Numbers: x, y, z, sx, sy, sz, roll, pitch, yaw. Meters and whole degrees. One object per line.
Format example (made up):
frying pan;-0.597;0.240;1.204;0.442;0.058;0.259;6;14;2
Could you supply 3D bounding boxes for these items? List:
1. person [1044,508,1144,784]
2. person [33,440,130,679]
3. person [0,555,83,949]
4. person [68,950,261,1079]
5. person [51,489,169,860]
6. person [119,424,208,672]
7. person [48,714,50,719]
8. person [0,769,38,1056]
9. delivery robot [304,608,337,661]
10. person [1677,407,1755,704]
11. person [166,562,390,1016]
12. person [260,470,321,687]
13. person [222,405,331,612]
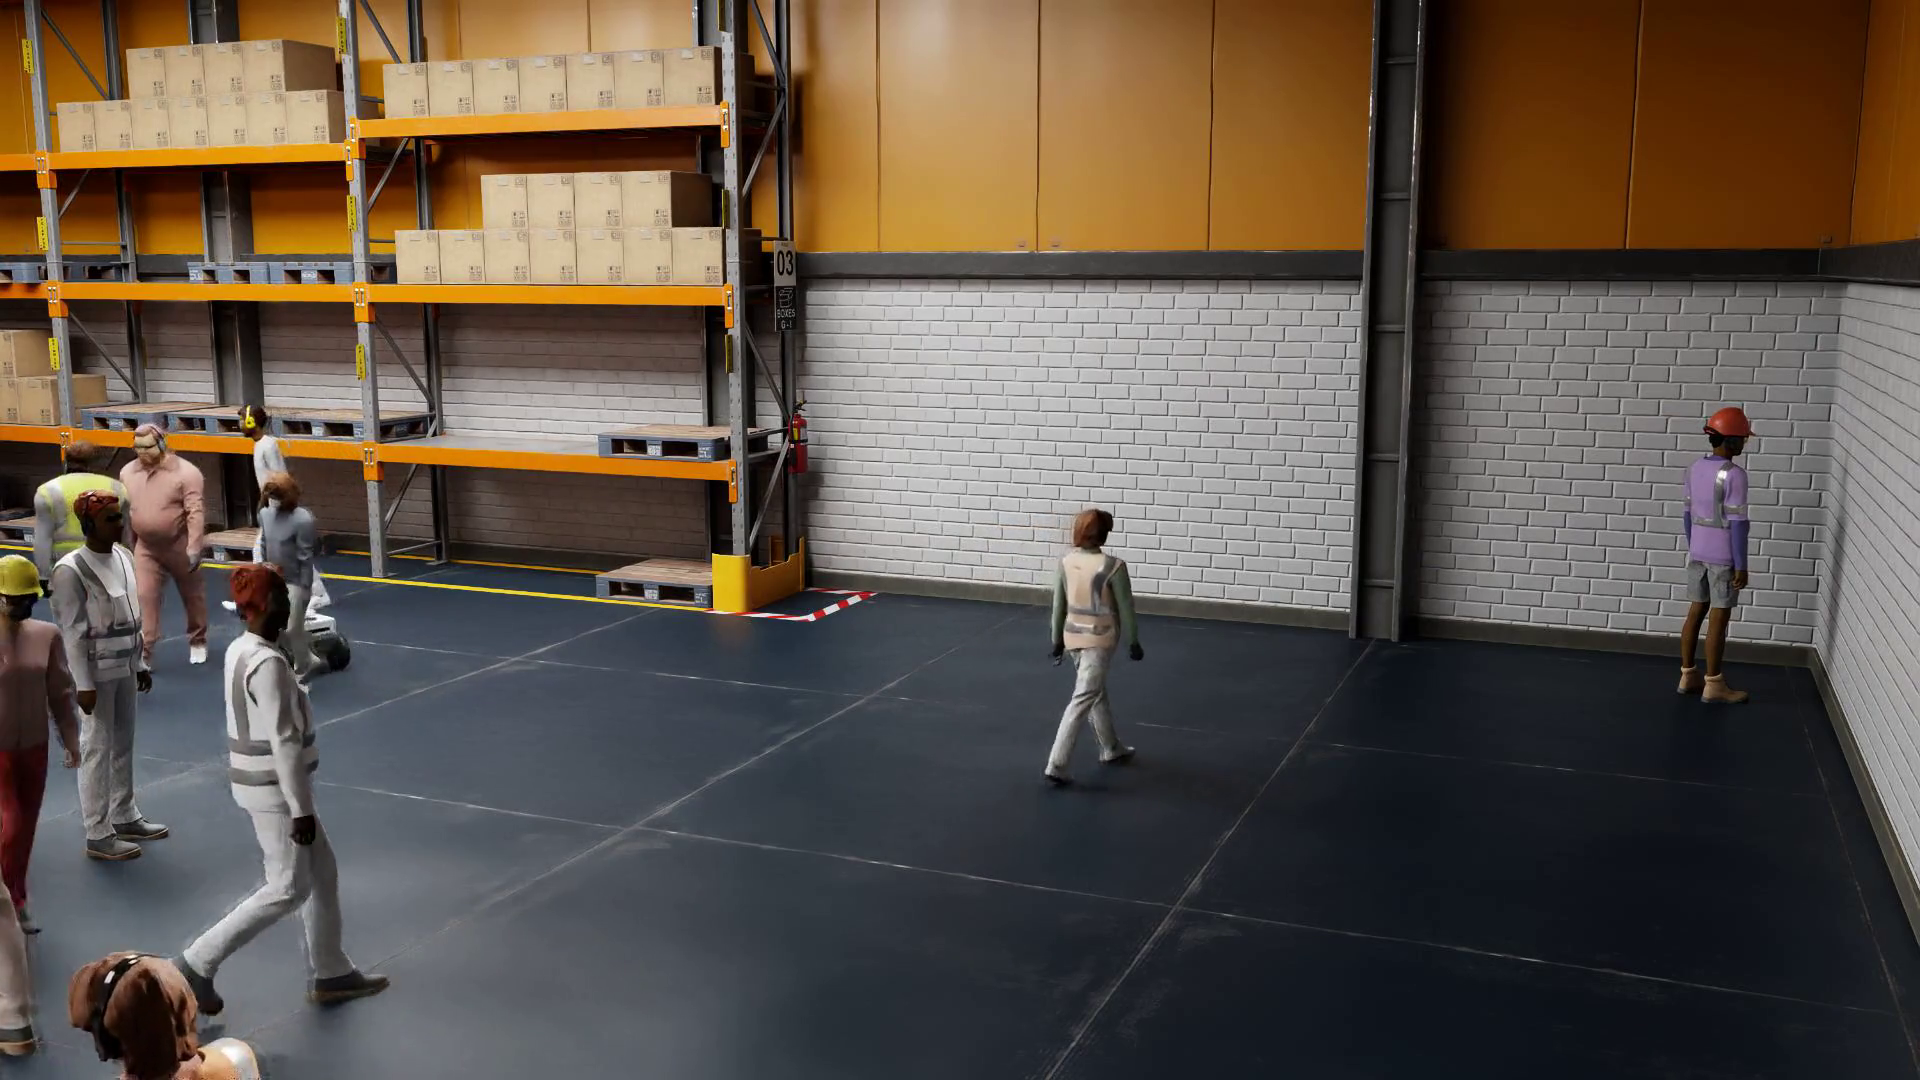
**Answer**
person;0.761;0.613;9.790;0.878;1.596;0.506;-8;12;-41
person;-6.188;0.197;11.713;0.644;1.789;0.950;-8;13;-42
person;-4.175;0.929;7.392;0.574;1.742;0.539;5;11;29
person;-1.611;1.635;3.468;0.531;1.624;0.527;4;10;22
person;-4.354;0.676;8.523;0.355;1.883;0.573;0;9;2
person;-5.882;0.074;12.244;0.665;1.845;0.998;0;9;0
person;-6.368;0.361;10.426;1.018;1.884;0.651;2;10;9
person;-4.000;1.003;6.388;1.033;1.927;0.612;5;10;26
delivery robot;-4.965;0.656;12.376;0.707;0.478;0.477;7;12;38
person;5.247;0.104;11.505;0.370;2.044;0.608;-2;10;-11
person;-2.761;1.009;6.642;0.784;1.848;0.594;-5;10;-26
person;-4.642;0.305;11.546;0.518;1.619;0.369;5;11;27
person;-5.958;-0.257;14.376;0.958;1.816;0.549;-3;10;-19
